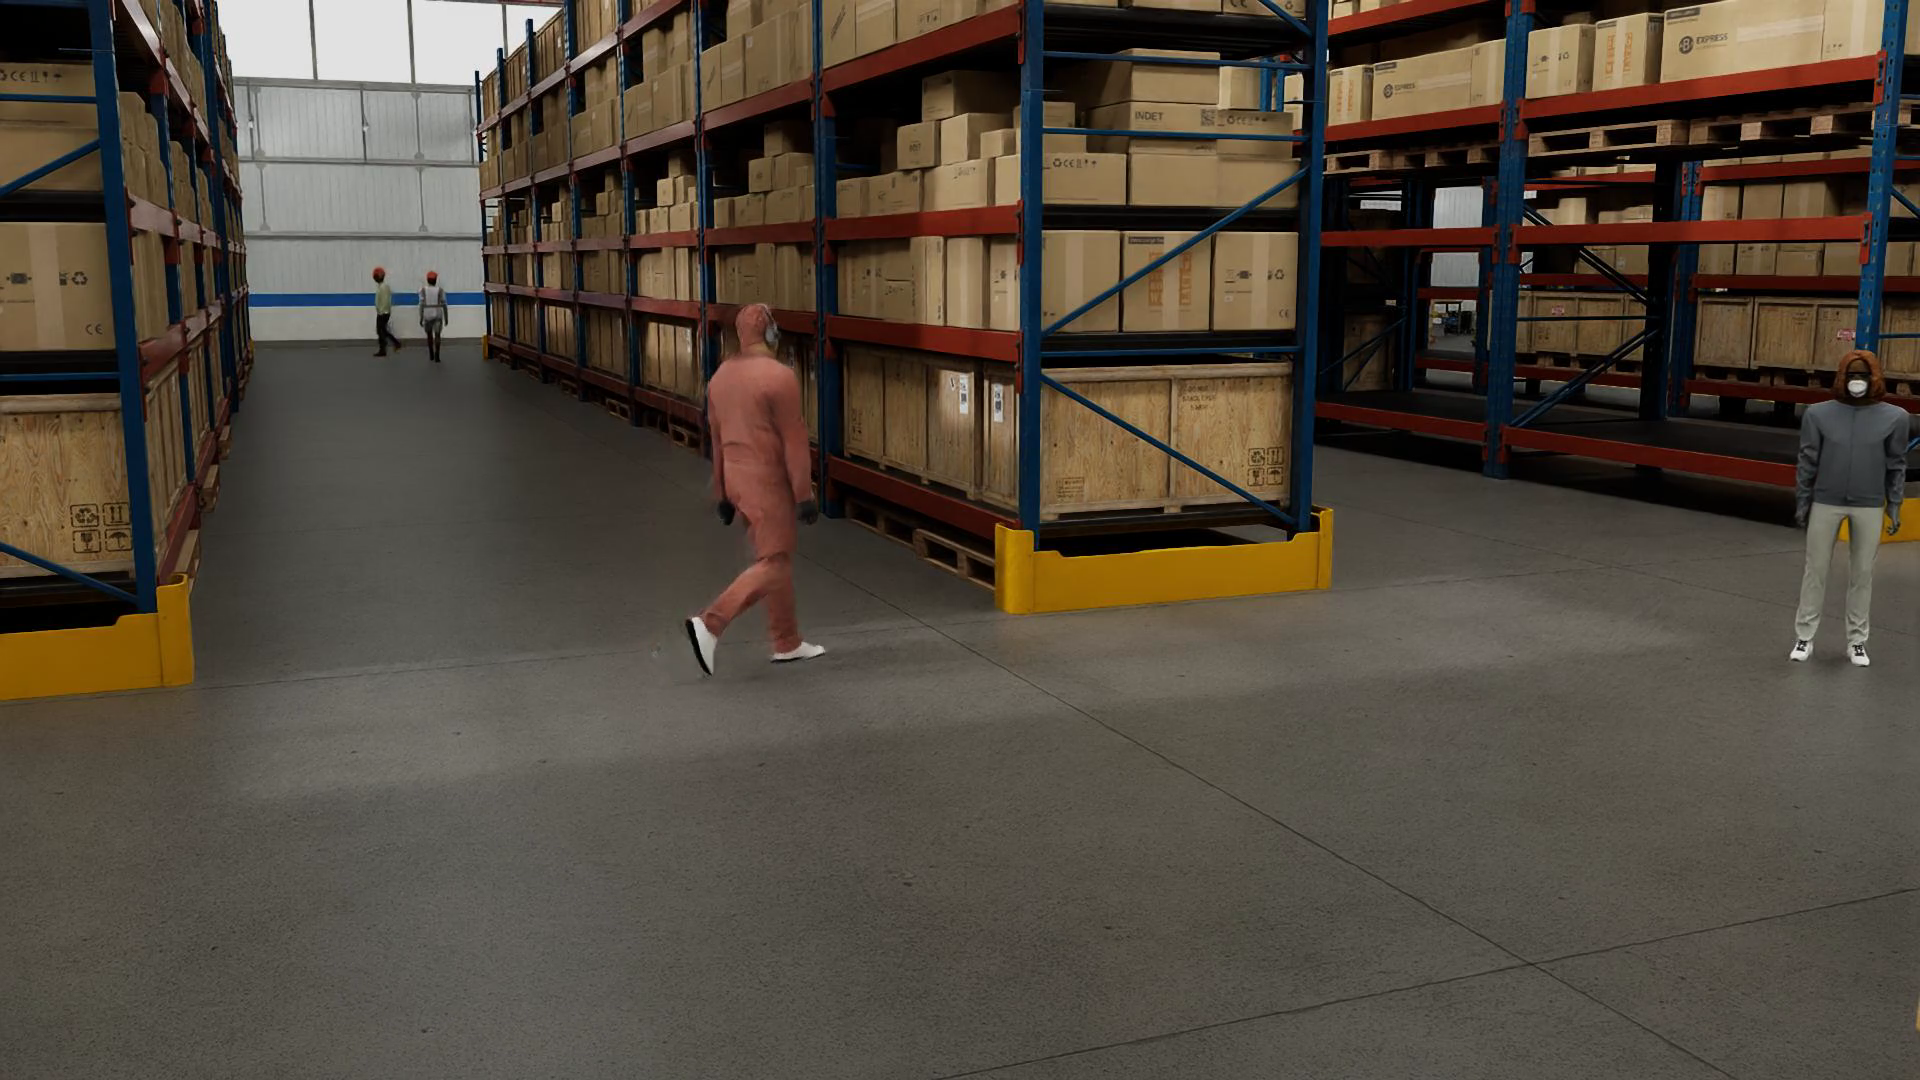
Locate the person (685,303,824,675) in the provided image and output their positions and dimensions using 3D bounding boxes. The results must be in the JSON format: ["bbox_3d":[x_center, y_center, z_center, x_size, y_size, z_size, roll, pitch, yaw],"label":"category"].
[{"bbox_3d":[-1.043,-0.254,8.396,0.831,1.875,0.649,-8,12,-38],"label":"person"}]

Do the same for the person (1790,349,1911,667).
[{"bbox_3d":[4.576,-0.163,8.565,0.501,1.633,0.283,5,11,26],"label":"person"}]

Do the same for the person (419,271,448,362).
[{"bbox_3d":[-11.061,-4.690,34.948,0.567,1.882,1.014,-2,10,-13],"label":"person"}]

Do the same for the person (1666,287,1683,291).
[{"bbox_3d":[14.554,-4.566,33.856,0.378,1.995,0.609,-9,13,-43],"label":"person"}]

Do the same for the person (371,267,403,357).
[{"bbox_3d":[-12.615,-4.988,36.448,0.505,1.971,0.631,-7,12,-35],"label":"person"}]
